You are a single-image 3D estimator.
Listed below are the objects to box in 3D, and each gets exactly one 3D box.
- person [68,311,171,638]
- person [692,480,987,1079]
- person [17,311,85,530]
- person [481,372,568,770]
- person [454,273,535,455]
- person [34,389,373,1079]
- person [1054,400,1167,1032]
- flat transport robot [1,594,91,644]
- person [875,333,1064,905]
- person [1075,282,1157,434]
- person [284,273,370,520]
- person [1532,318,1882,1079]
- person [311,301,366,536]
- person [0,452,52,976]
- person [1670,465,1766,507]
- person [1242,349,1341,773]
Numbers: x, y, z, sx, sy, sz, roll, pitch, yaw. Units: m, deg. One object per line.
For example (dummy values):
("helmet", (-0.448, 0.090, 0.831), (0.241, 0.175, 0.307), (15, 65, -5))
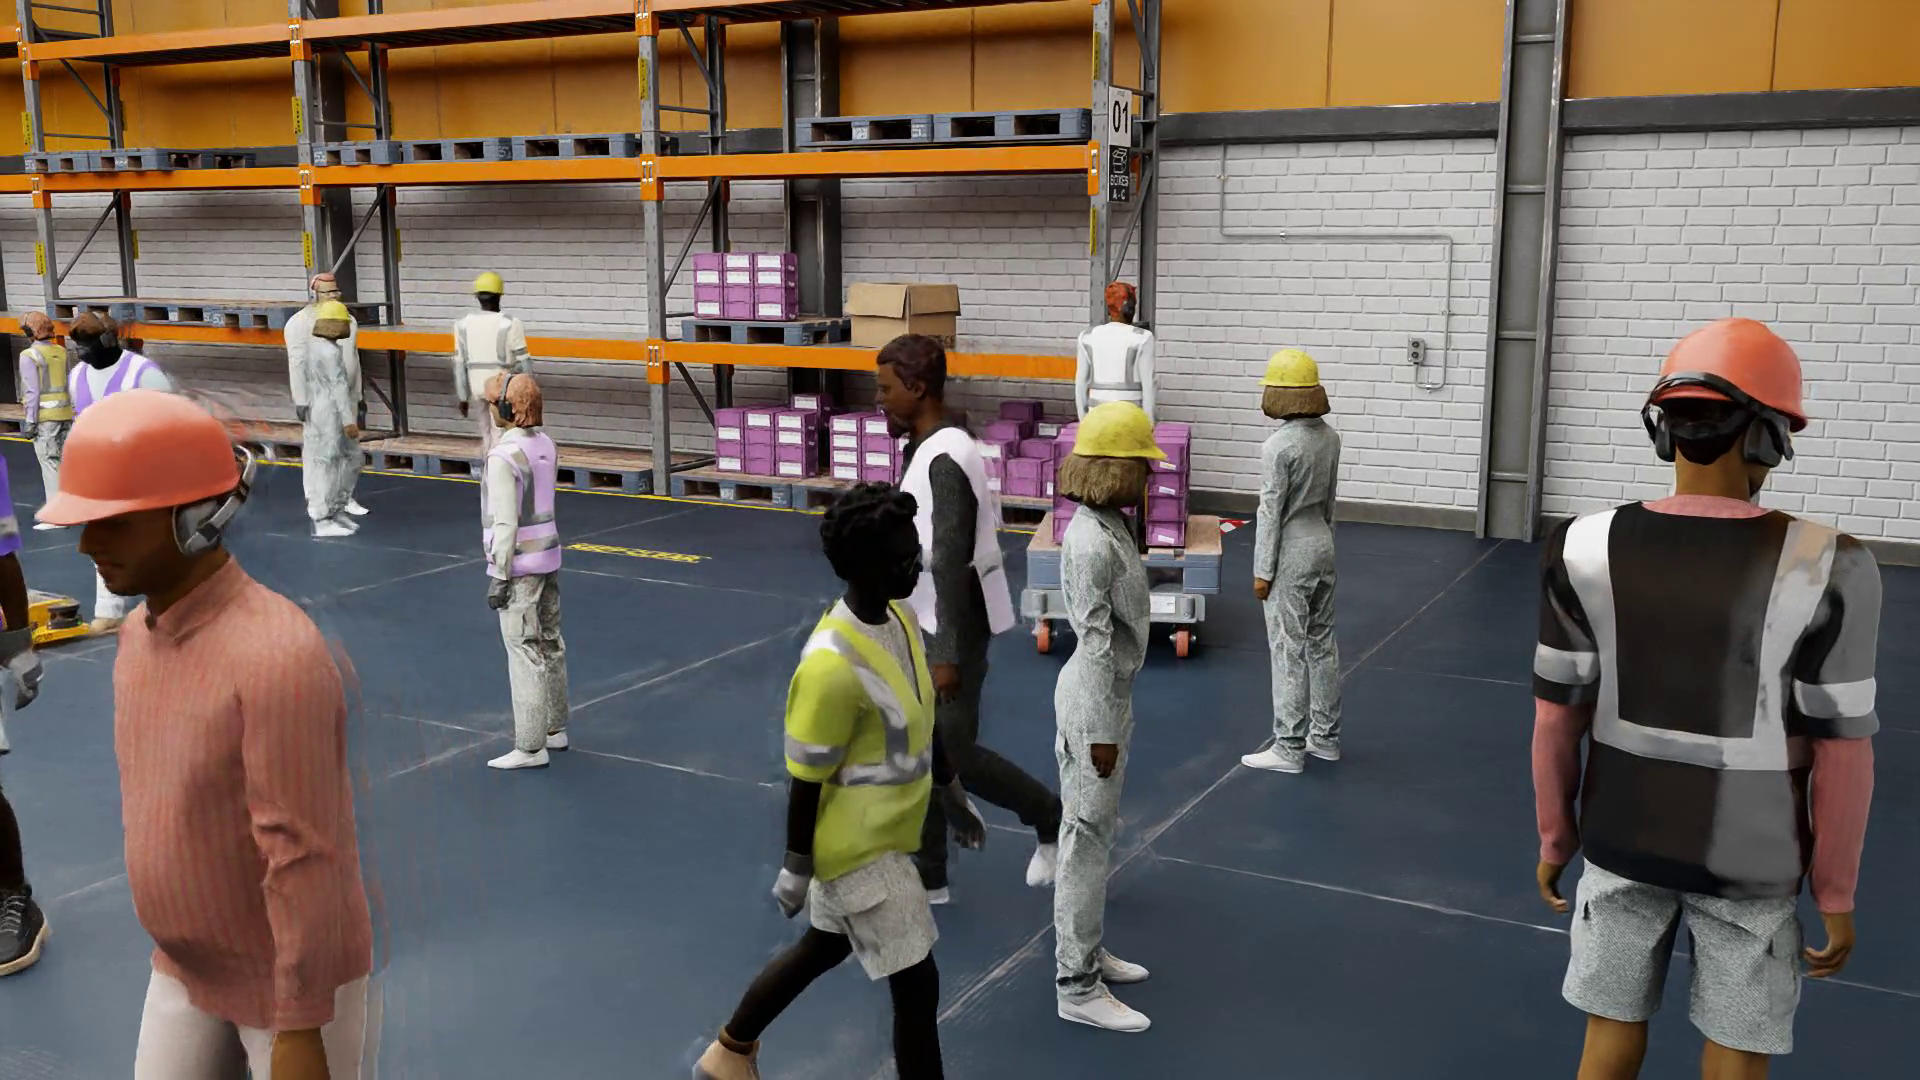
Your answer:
("person", (-4.594, -0.370, 9.235), (0.642, 1.802, 0.702), (2, 11, 13))
("person", (-0.281, 0.669, 3.866), (0.868, 1.658, 0.523), (2, 11, 12))
("person", (-6.829, -0.894, 12.472), (0.315, 1.638, 0.518), (1, 10, 4))
("person", (-1.800, 0.127, 6.874), (0.306, 1.640, 0.522), (2, 10, 9))
("person", (-3.788, -1.239, 13.696), (0.599, 1.888, 0.849), (2, 11, 13))
("person", (-1.168, 0.700, 2.909), (0.626, 1.964, 0.856), (7, 13, 35))
("person", (0.413, 0.480, 4.661), (0.297, 1.744, 0.484), (1, 10, 7))
("flat transport robot", (-5.486, 0.403, 9.116), (1.431, 0.197, 0.652), (7, 12, 32))
("person", (0.043, 0.282, 5.343), (0.693, 1.889, 0.609), (-2, 11, -12))
("person", (1.066, -0.807, 11.326), (0.575, 1.883, 0.356), (6, 12, 28))
("person", (-4.882, -1.110, 12.926), (0.400, 1.907, 0.644), (6, 12, 31))
("person", (1.415, 0.597, 3.220), (0.605, 2.034, 0.392), (7, 13, 35))
("person", (-4.579, -0.882, 12.197), (0.460, 1.716, 0.535), (-4, 11, -21))
("person", (-3.070, 0.335, 4.886), (0.634, 1.948, 0.455), (-1, 10, -4))
("person", (2.981, 0.109, 6.701), (0.360, 1.740, 0.567), (-1, 10, -3))
("person", (1.370, 0.085, 6.854), (0.485, 1.738, 0.344), (-10, 14, -43))
